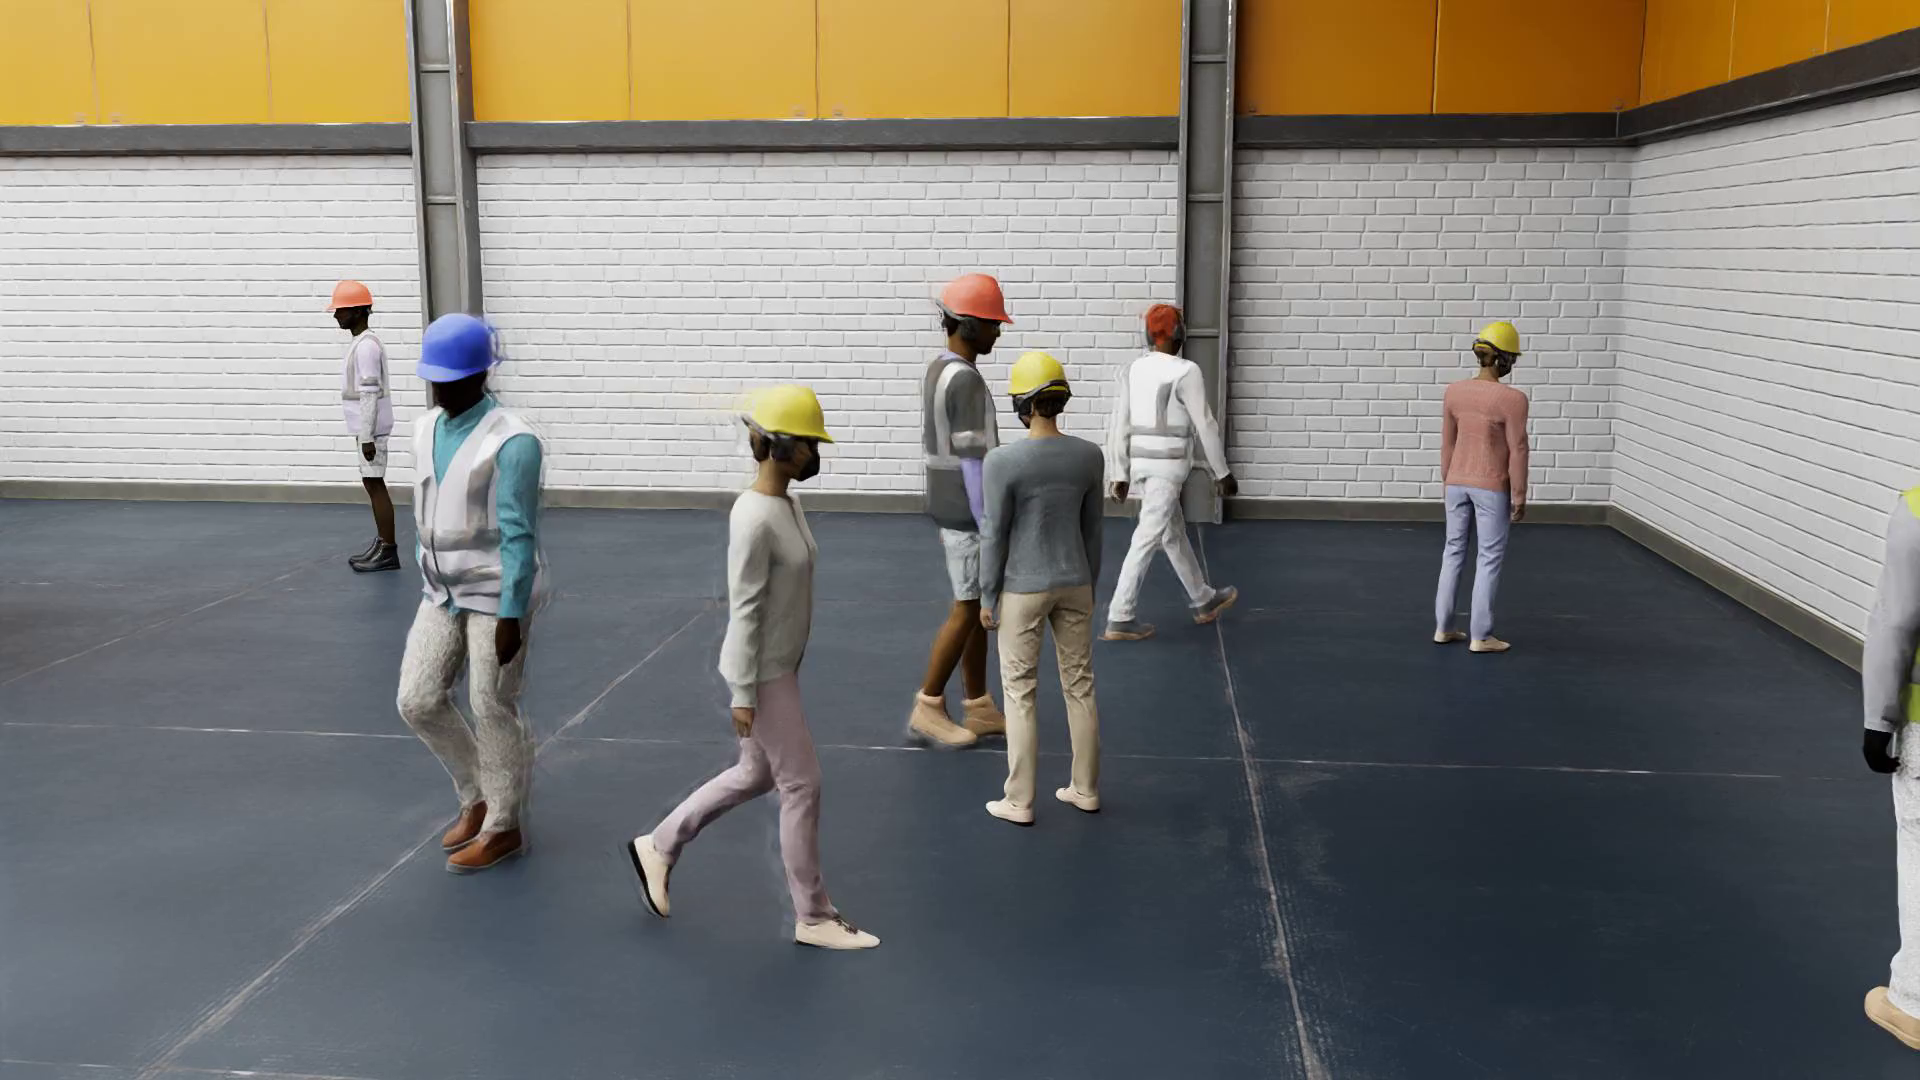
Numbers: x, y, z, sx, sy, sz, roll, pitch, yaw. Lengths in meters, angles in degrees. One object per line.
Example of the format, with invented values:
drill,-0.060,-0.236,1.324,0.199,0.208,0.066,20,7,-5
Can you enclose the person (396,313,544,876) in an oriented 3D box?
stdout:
person,-1.655,0.194,5.635,0.628,1.917,0.438,7,12,34

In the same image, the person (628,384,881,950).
person,-0.653,0.387,5.094,0.774,1.736,0.535,1,10,7

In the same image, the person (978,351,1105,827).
person,0.297,0.178,6.210,0.527,1.758,0.342,-5,11,-28

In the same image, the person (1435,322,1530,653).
person,2.776,-0.274,8.809,0.343,1.755,0.530,-7,12,-36

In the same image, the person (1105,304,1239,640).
person,1.186,-0.380,9.199,1.000,1.818,0.606,-6,11,-29

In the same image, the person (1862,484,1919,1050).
person,2.705,0.459,4.396,0.639,1.832,0.429,1,10,5

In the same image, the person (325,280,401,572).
person,-3.957,-0.748,11.035,0.384,1.929,0.540,-4,11,-20

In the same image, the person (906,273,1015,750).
person,0.036,-0.108,7.061,0.567,2.032,0.629,-2,10,-9
